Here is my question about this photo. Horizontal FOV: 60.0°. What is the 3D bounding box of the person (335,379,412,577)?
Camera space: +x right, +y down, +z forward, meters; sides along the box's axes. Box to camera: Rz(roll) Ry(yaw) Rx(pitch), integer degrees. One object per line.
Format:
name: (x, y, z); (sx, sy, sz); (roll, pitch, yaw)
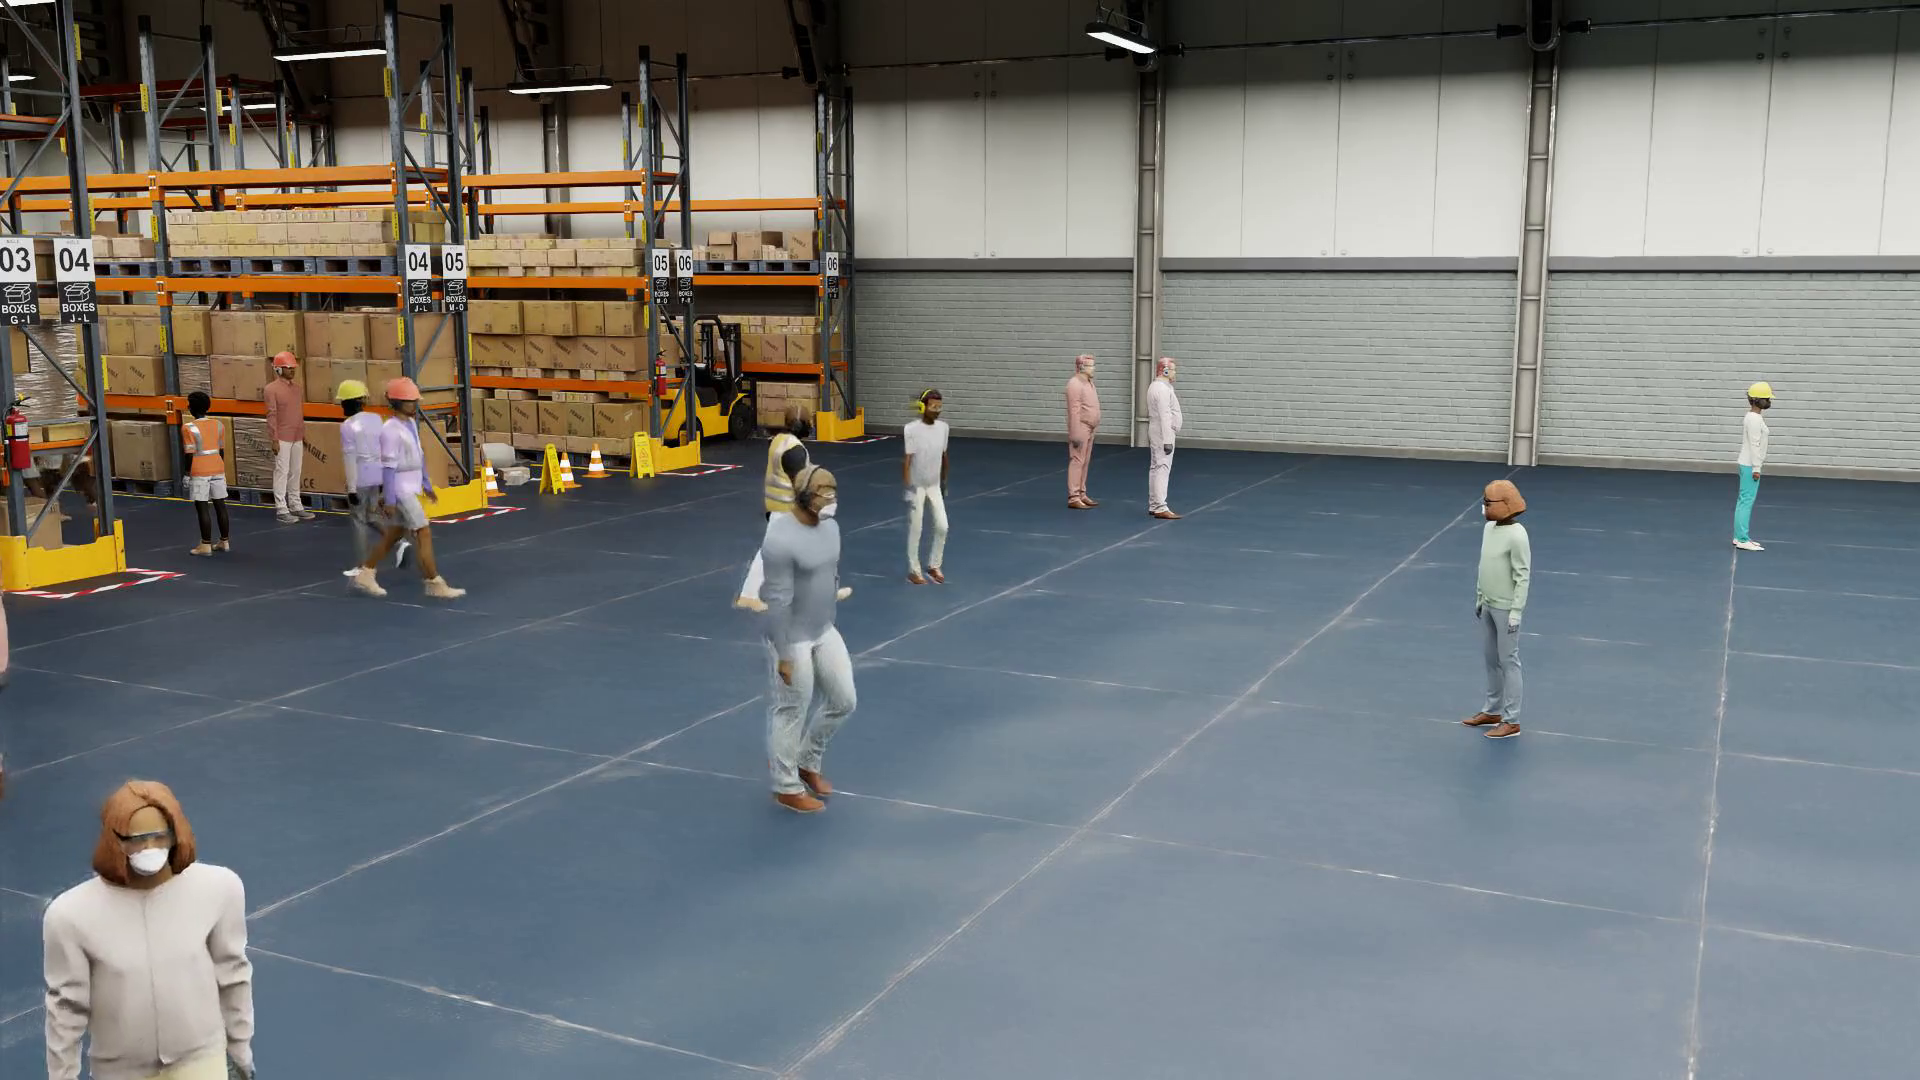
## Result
person: (-5.632, -0.580, 15.870); (0.598, 1.907, 0.597); (3, 10, 17)

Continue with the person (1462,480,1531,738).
person: (3.403, 0.431, 10.514); (0.280, 1.631, 0.507); (-1, 9, -9)

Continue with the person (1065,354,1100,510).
person: (1.529, -1.337, 20.524); (0.403, 1.906, 0.649); (3, 10, 20)

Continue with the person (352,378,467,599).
person: (-5.000, -0.453, 14.845); (1.025, 2.005, 0.624); (-1, 9, -4)

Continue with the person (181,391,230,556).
person: (-7.793, -0.684, 17.158); (0.320, 1.697, 0.531); (4, 10, 22)

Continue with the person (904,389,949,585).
person: (-0.305, -0.480, 15.463); (0.563, 1.845, 0.550); (-5, 11, -29)

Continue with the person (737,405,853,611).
person: (-1.468, -0.269, 14.380); (1.037, 1.784, 0.622); (-2, 10, -13)

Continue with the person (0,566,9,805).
person: (-5.255, 0.626, 8.555); (0.651, 1.885, 0.663); (-3, 10, -20)

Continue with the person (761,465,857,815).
person: (-0.827, 0.546, 8.939); (0.461, 1.917, 0.651); (6, 11, 31)

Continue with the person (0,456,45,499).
person: (-10.559, -1.011, 18.652); (0.933, 1.879, 0.569); (5, 10, 28)

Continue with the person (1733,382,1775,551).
person: (8.360, -0.776, 17.513); (0.308, 1.769, 0.524); (3, 10, 19)

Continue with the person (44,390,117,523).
person: (-10.255, -1.170, 19.201); (0.936, 2.000, 0.604); (3, 10, 15)

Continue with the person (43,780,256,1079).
person: (-2.203, 1.410, 4.549); (0.513, 1.616, 0.619); (-6, 11, -33)

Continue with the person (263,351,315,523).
person: (-7.844, -1.204, 19.432); (0.380, 1.994, 0.618); (2, 10, 13)

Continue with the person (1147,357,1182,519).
person: (2.428, -1.208, 19.729); (0.411, 1.909, 0.643); (-1, 9, -4)
